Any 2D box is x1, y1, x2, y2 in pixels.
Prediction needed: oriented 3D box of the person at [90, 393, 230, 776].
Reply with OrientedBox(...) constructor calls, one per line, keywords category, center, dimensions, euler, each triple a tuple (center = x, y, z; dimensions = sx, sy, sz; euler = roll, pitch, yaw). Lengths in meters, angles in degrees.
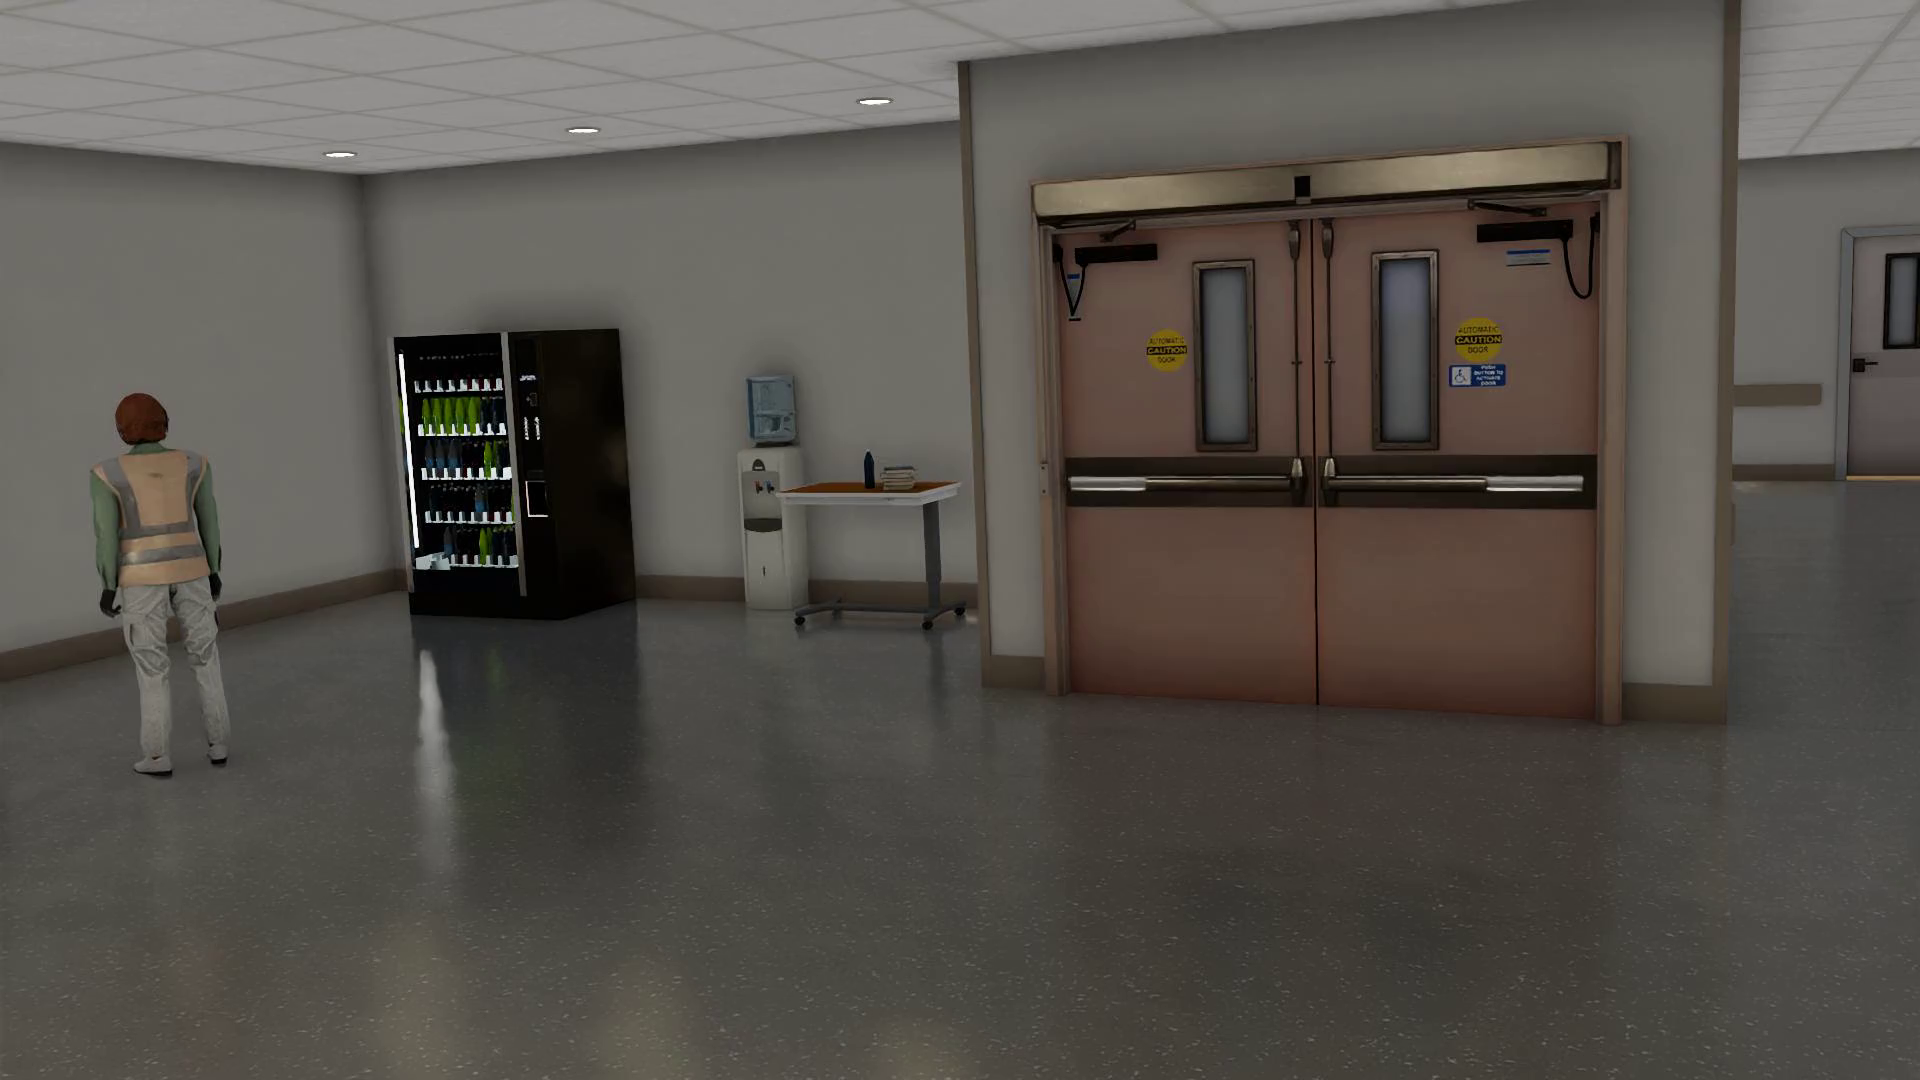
OrientedBox(category="person", center=(-3.415, 0.188, 7.128), dimensions=(0.512, 1.638, 0.312), euler=(-9, 10, -43))
